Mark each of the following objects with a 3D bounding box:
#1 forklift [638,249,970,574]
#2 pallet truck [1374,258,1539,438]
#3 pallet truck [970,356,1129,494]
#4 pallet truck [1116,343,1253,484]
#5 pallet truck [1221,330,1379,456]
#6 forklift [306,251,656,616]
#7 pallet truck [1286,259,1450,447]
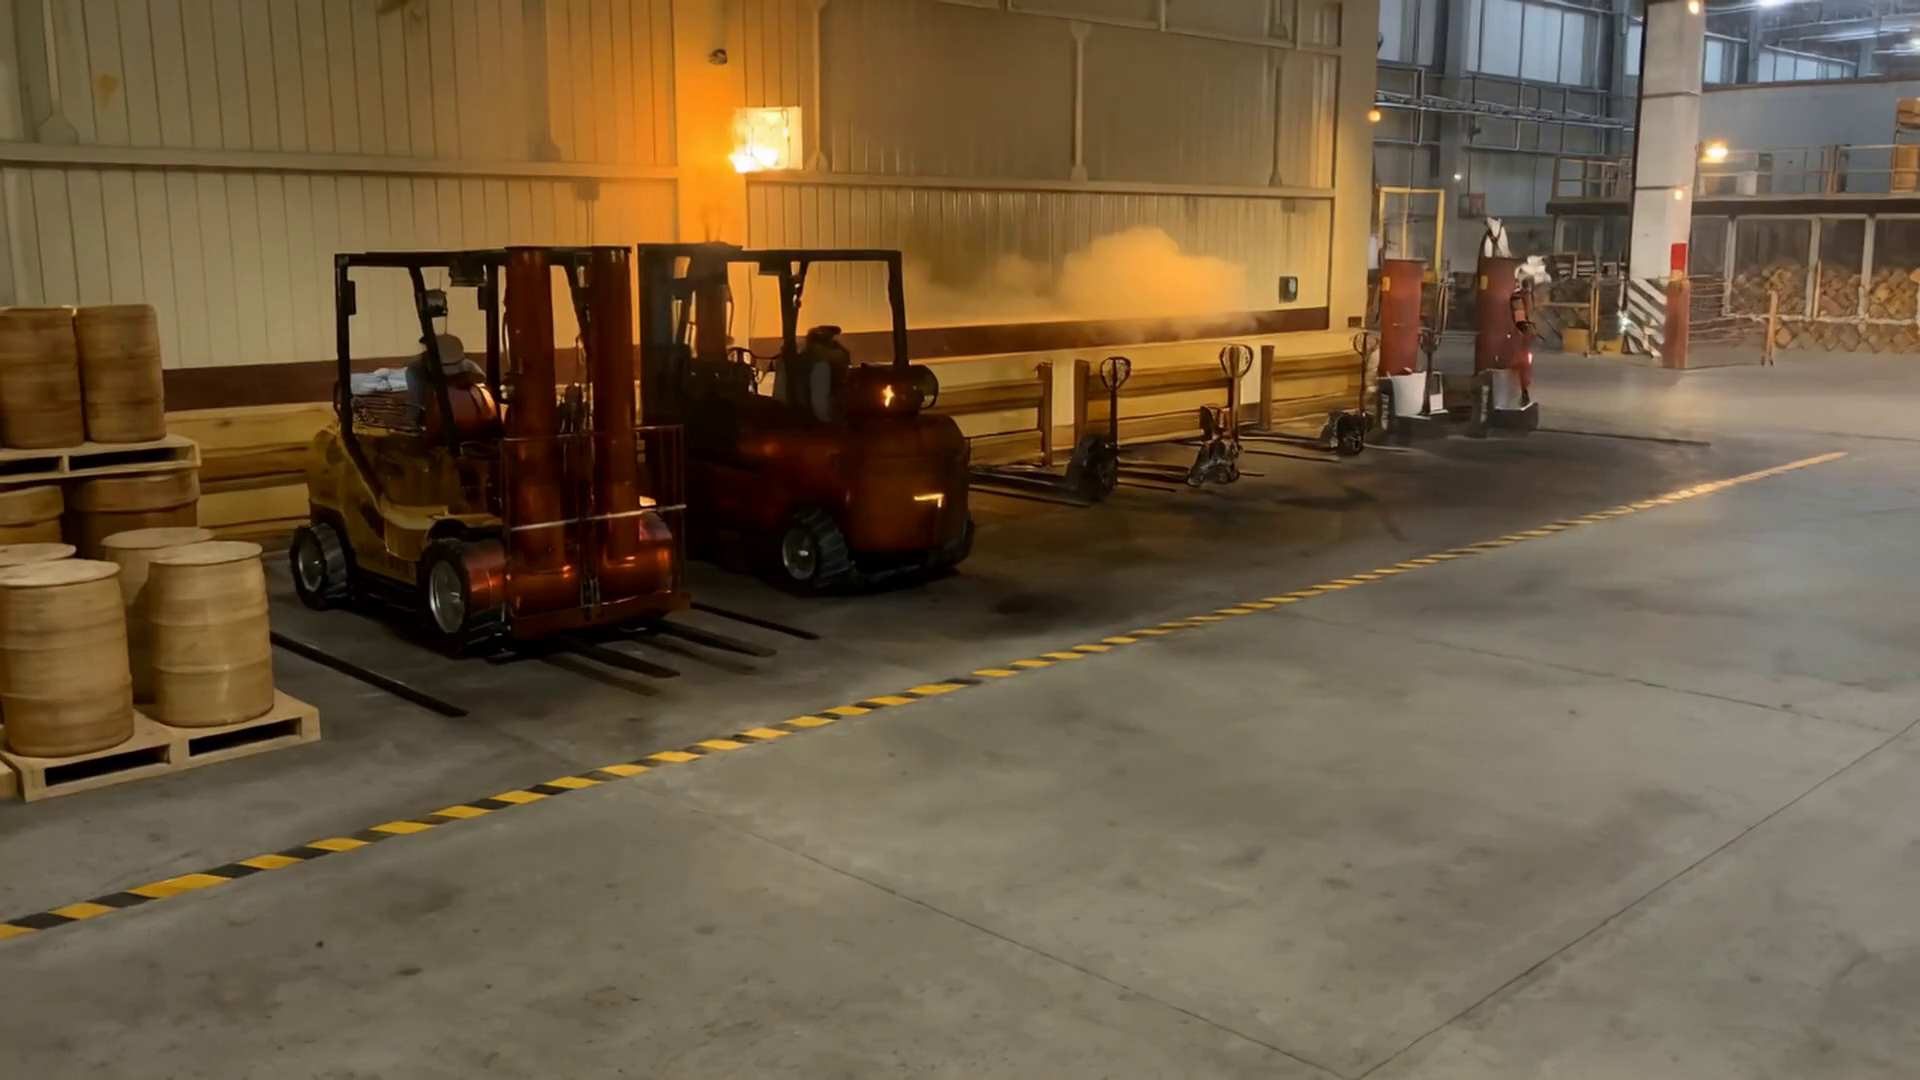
[{"bbox_3d":[-1.173,-0.958,11.239,2.680,1.987,1.157,10,14,43],"label":"forklift"},{"bbox_3d":[5.704,-2.208,18.901,1.885,1.965,0.823,10,14,43],"label":"pallet truck"},{"bbox_3d":[0.784,-1.085,14.876,0.680,1.201,1.601,-10,14,-44],"label":"pallet truck"},{"bbox_3d":[1.962,-1.215,15.415,1.522,1.261,0.704,10,14,43],"label":"pallet truck"},{"bbox_3d":[3.563,-1.581,17.381,0.653,1.274,1.630,-10,14,-44],"label":"pallet truck"},{"bbox_3d":[-2.833,-0.669,9.694,1.157,1.987,2.680,-10,14,-44],"label":"forklift"},{"bbox_3d":[4.493,-2.078,18.196,0.823,1.965,1.885,-9,14,-40],"label":"pallet truck"}]
